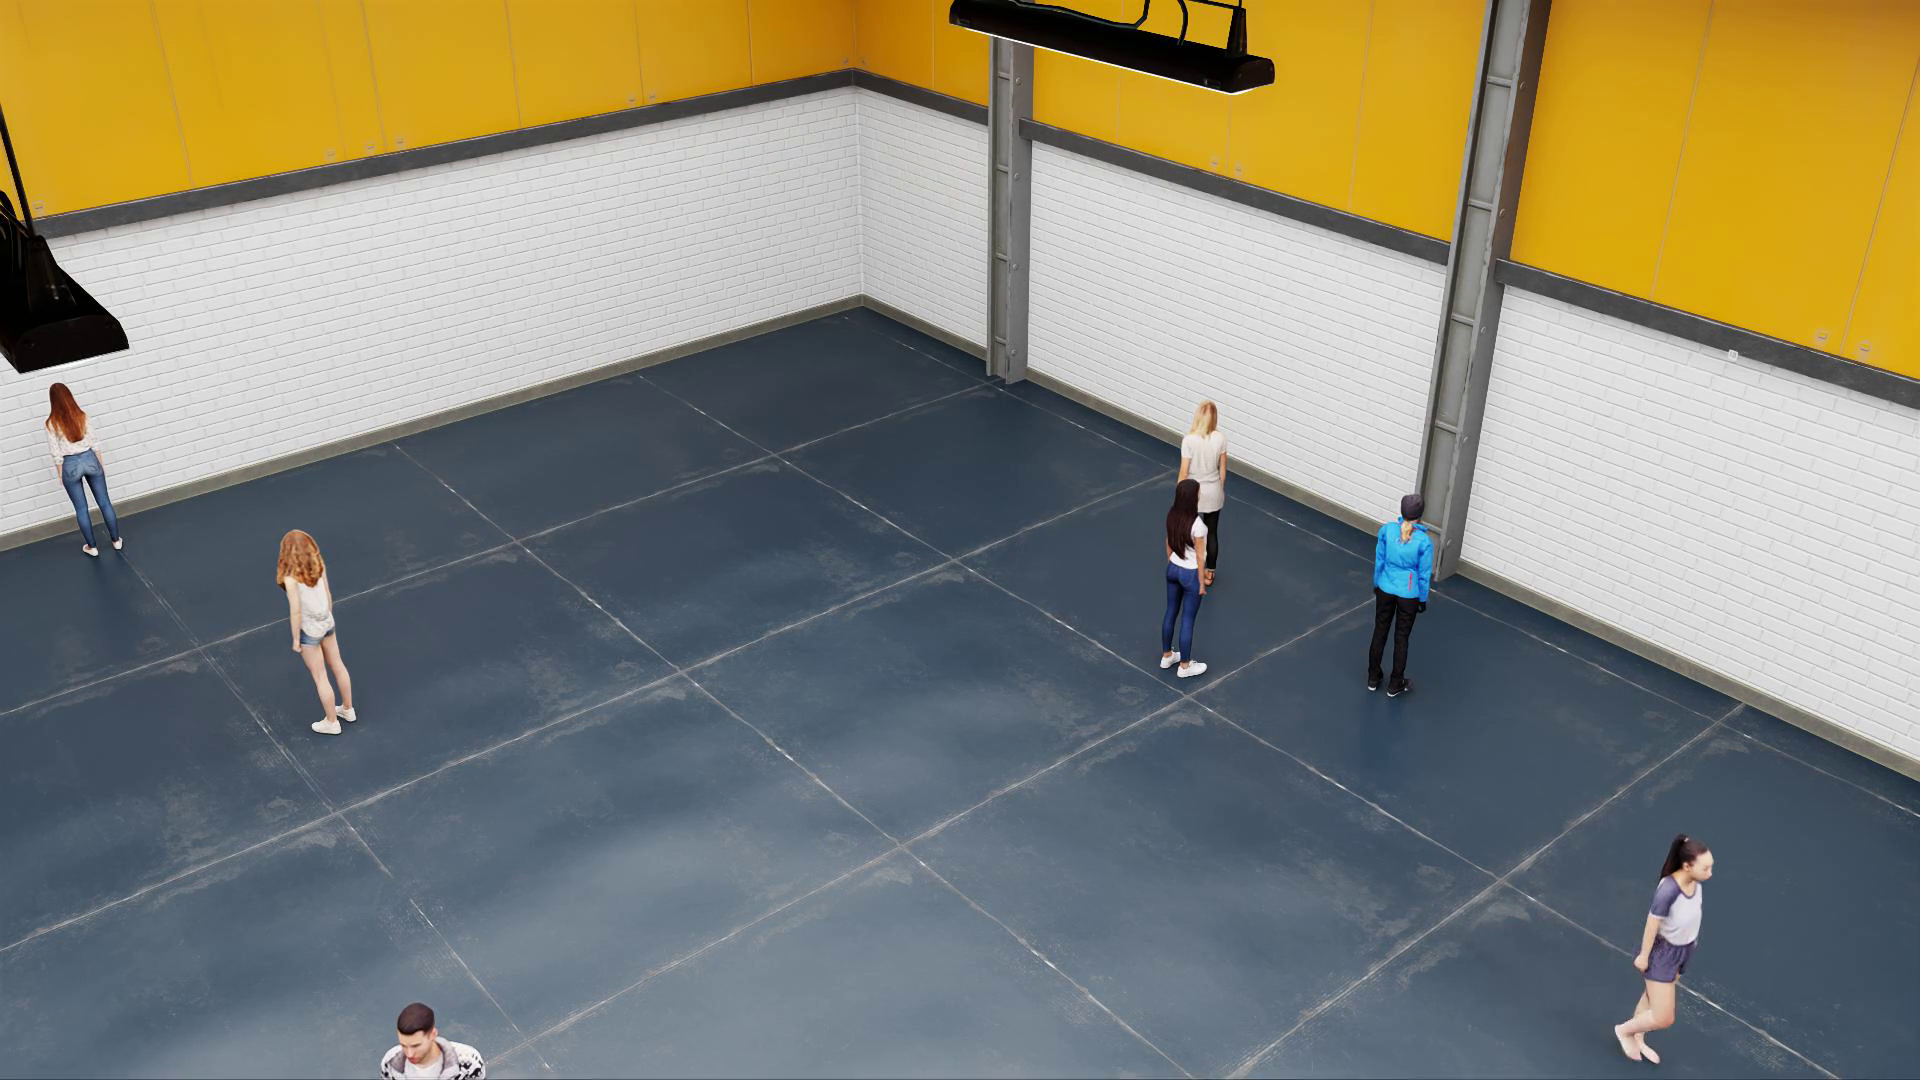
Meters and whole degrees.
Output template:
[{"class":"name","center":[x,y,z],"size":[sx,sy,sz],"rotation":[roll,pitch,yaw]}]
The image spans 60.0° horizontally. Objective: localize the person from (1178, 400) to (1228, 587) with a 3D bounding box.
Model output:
[{"class":"person","center":[2.167,-0.401,14.892],"size":[0.688,1.826,0.696],"rotation":[-4,29,-8]}]

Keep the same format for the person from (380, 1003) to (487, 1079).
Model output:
[{"class":"person","center":[-2.633,3.069,8.494],"size":[0.764,1.860,0.795],"rotation":[0,29,-1]}]

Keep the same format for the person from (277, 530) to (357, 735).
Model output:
[{"class":"person","center":[-4.990,0.709,12.926],"size":[0.656,1.759,0.646],"rotation":[12,31,20]}]

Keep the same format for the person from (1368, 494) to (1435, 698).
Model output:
[{"class":"person","center":[3.531,0.433,13.393],"size":[0.518,1.797,0.716],"rotation":[21,35,33]}]

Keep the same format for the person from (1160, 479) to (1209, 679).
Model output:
[{"class":"person","center":[1.838,0.304,13.653],"size":[0.664,1.775,0.478],"rotation":[-18,33,-29]}]

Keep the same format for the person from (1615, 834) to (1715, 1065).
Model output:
[{"class":"person","center":[4.131,2.420,9.912],"size":[0.611,1.642,0.567],"rotation":[-20,34,-32]}]

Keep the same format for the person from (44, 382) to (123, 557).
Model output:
[{"class":"person","center":[-8.184,-0.669,15.486],"size":[0.569,1.728,0.502],"rotation":[-21,35,-34]}]
